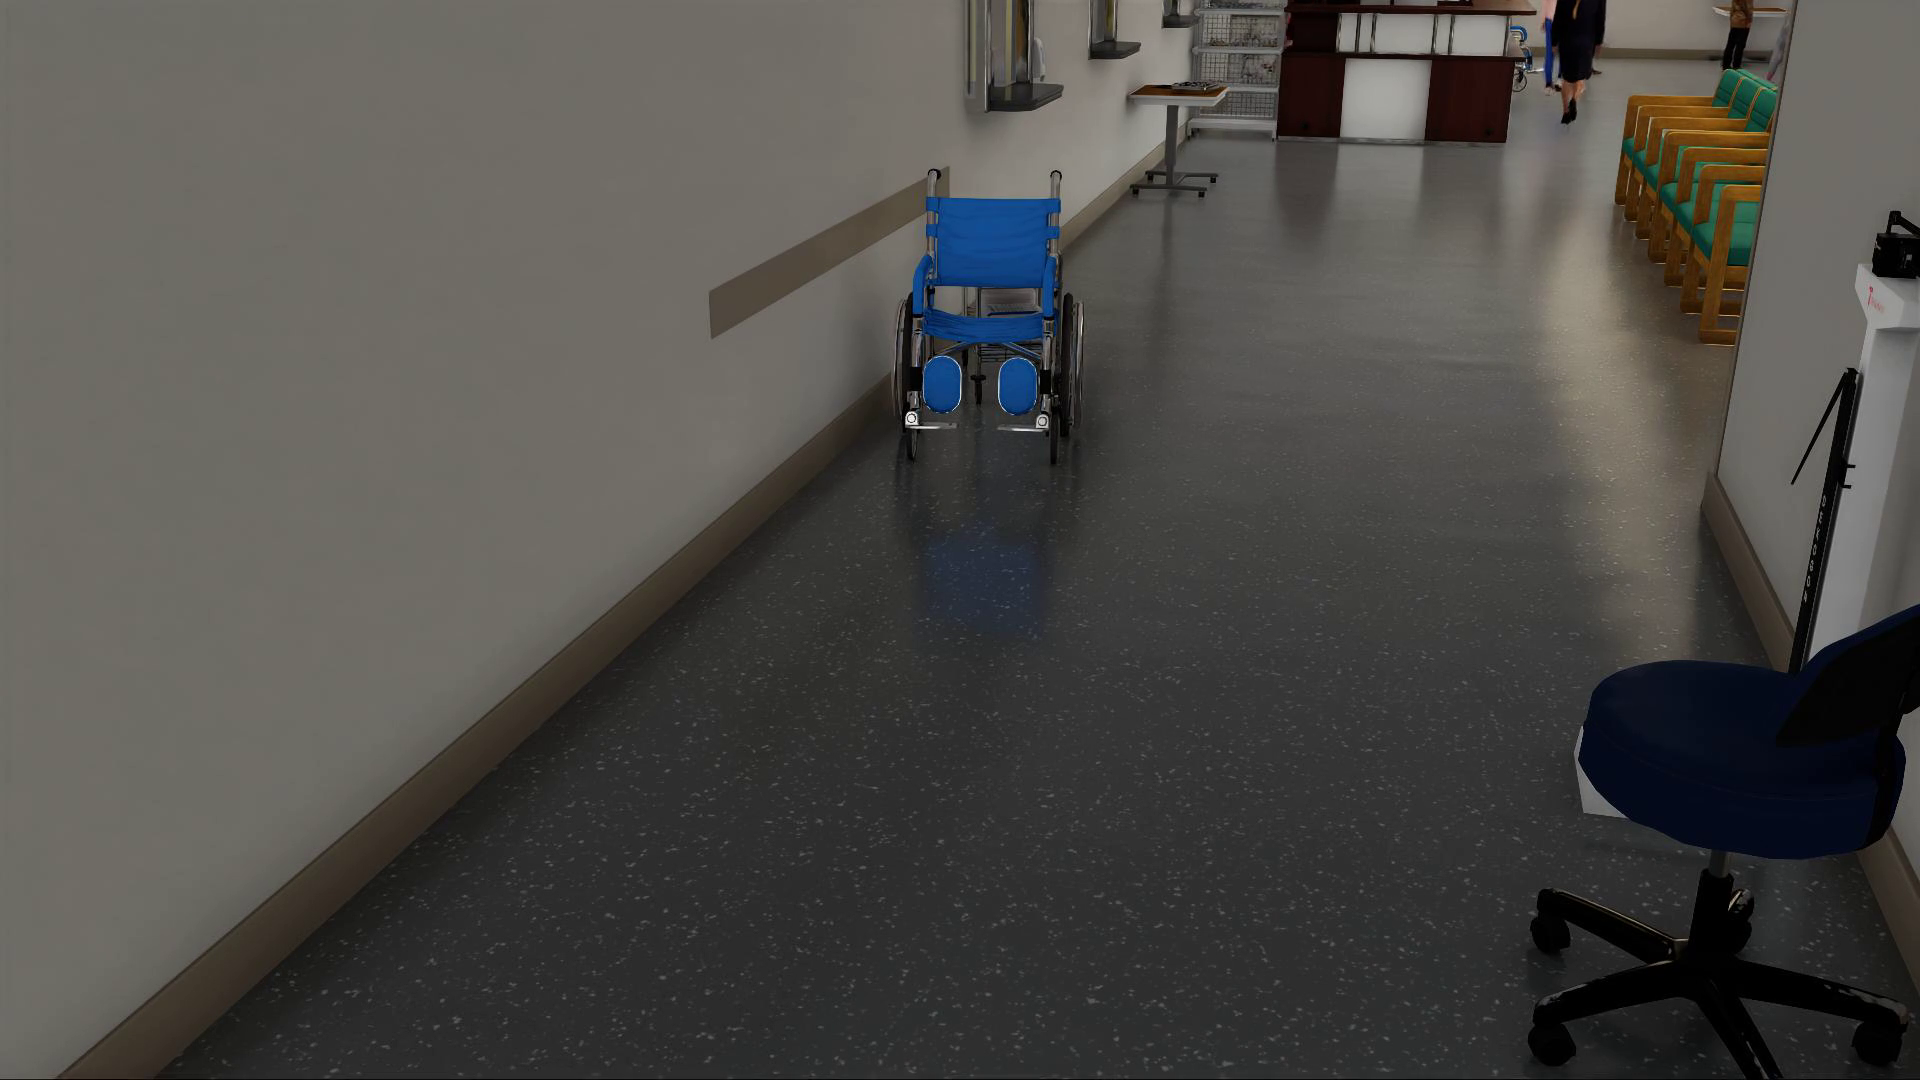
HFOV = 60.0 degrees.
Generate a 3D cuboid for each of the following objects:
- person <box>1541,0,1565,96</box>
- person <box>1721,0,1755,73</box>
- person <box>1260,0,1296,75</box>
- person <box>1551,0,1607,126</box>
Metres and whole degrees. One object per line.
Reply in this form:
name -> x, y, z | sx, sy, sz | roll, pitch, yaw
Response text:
person -> 7.608, -6.547, 21.103 | 0.598, 1.756, 0.753 | 8, 22, 21
person -> 11.319, -7.532, 24.130 | 0.699, 1.453, 0.671 | -4, 21, -12
person -> 4.833, -7.284, 23.391 | 0.992, 1.512, 0.589 | 5, 21, 13
person -> 6.689, -5.340, 18.045 | 0.711, 1.664, 0.808 | 8, 22, 21
